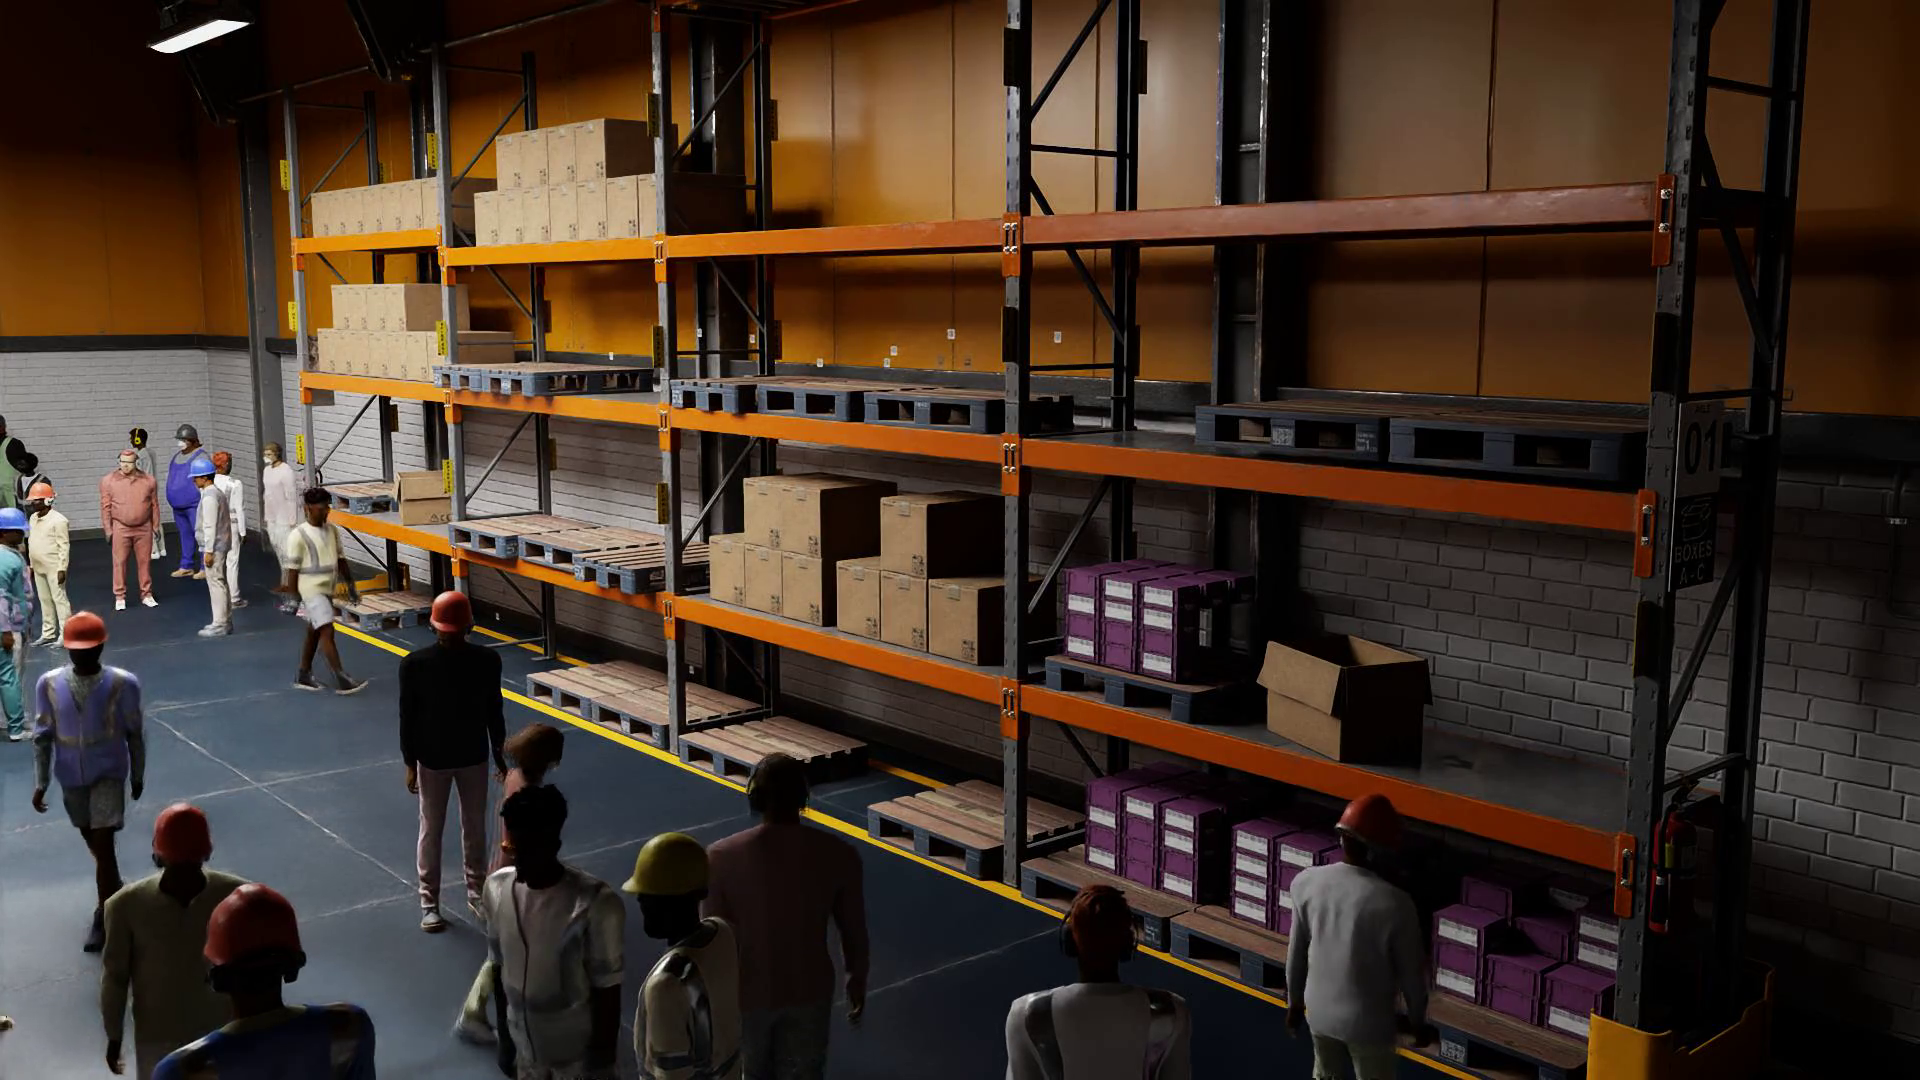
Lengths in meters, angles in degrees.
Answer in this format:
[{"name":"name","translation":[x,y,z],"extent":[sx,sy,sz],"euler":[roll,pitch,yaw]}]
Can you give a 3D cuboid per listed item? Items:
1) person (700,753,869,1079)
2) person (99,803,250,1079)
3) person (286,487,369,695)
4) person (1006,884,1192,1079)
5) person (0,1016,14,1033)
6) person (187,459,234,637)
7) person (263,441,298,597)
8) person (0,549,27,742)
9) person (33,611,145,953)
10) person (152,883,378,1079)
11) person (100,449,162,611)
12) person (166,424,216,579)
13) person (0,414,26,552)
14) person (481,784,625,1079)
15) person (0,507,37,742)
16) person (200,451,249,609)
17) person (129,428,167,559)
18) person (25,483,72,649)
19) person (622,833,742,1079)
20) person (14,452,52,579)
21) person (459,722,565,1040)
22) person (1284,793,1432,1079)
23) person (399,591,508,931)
[{"name":"person","translation":[-0.697,1.758,6.597],"extent":[0.665,1.890,0.986],"euler":[-1,8,-7]},{"name":"person","translation":[-2.983,1.856,6.431],"extent":[0.595,1.744,0.369],"euler":[-4,9,-27]},{"name":"person","translation":[-5.827,0.474,15.423],"extent":[0.960,1.920,0.608],"euler":[2,8,14]},{"name":"person","translation":[0.423,1.982,5.116],"extent":[0.576,1.882,0.362],"euler":[0,8,-1]},{"name":"person","translation":[-5.002,1.576,8.139],"extent":[0.519,1.826,0.650],"euler":[0,8,-2]},{"name":"person","translation":[-8.172,0.080,18.170],"extent":[0.421,1.935,0.612],"euler":[-3,9,-18]},{"name":"person","translation":[-8.405,-0.264,20.587],"extent":[0.644,1.926,0.375],"euler":[8,11,43]},{"name":"person","translation":[-8.008,0.745,13.631],"extent":[0.651,1.906,0.404],"euler":[-7,11,-42]},{"name":"person","translation":[-5.030,1.332,9.660],"extent":[0.546,1.897,1.005],"euler":[-1,8,-10]},{"name":"person","translation":[-1.938,1.966,4.694],"extent":[0.614,2.040,0.404],"euler":[-7,11,-40]},{"name":"person","translation":[-9.806,-0.127,19.711],"extent":[0.642,1.905,0.401],"euler":[-7,10,-38]},{"name":"person","translation":[-10.137,-0.503,21.844],"extent":[0.686,2.000,0.538],"euler":[4,9,25]},{"name":"person","translation":[-13.863,-0.820,24.048],"extent":[0.683,2.000,0.538],"euler":[-5,10,-32]},{"name":"person","translation":[-1.475,1.820,6.047],"extent":[0.608,1.948,0.432],"euler":[4,9,25]},{"name":"person","translation":[-7.876,0.695,13.840],"extent":[0.409,1.943,0.614],"euler":[-2,9,-17]},{"name":"person","translation":[-8.723,-0.114,19.729],"extent":[0.568,1.878,0.351],"euler":[2,8,11]},{"name":"person","translation":[-11.527,-0.657,23.568],"extent":[0.350,1.857,0.509],"euler":[0,8,-3]},{"name":"person","translation":[-9.588,0.269,17.468],"extent":[0.563,1.752,0.329],"euler":[4,9,26]},{"name":"person","translation":[-0.915,1.903,5.509],"extent":[0.373,1.925,0.594],"euler":[1,8,10]},{"name":"person","translation":[-12.043,-0.303,21.627],"extent":[0.536,1.699,0.322],"euler":[2,8,11]},{"name":"person","translation":[-2.142,1.679,8.286],"extent":[0.720,1.594,0.510],"euler":[-1,8,-8]},{"name":"person","translation":[1.567,1.845,6.578],"extent":[0.387,1.734,0.567],"euler":[-6,10,-38]},{"name":"person","translation":[-2.946,1.270,9.713],"extent":[0.611,1.984,0.401],"euler":[-5,10,-30]}]
